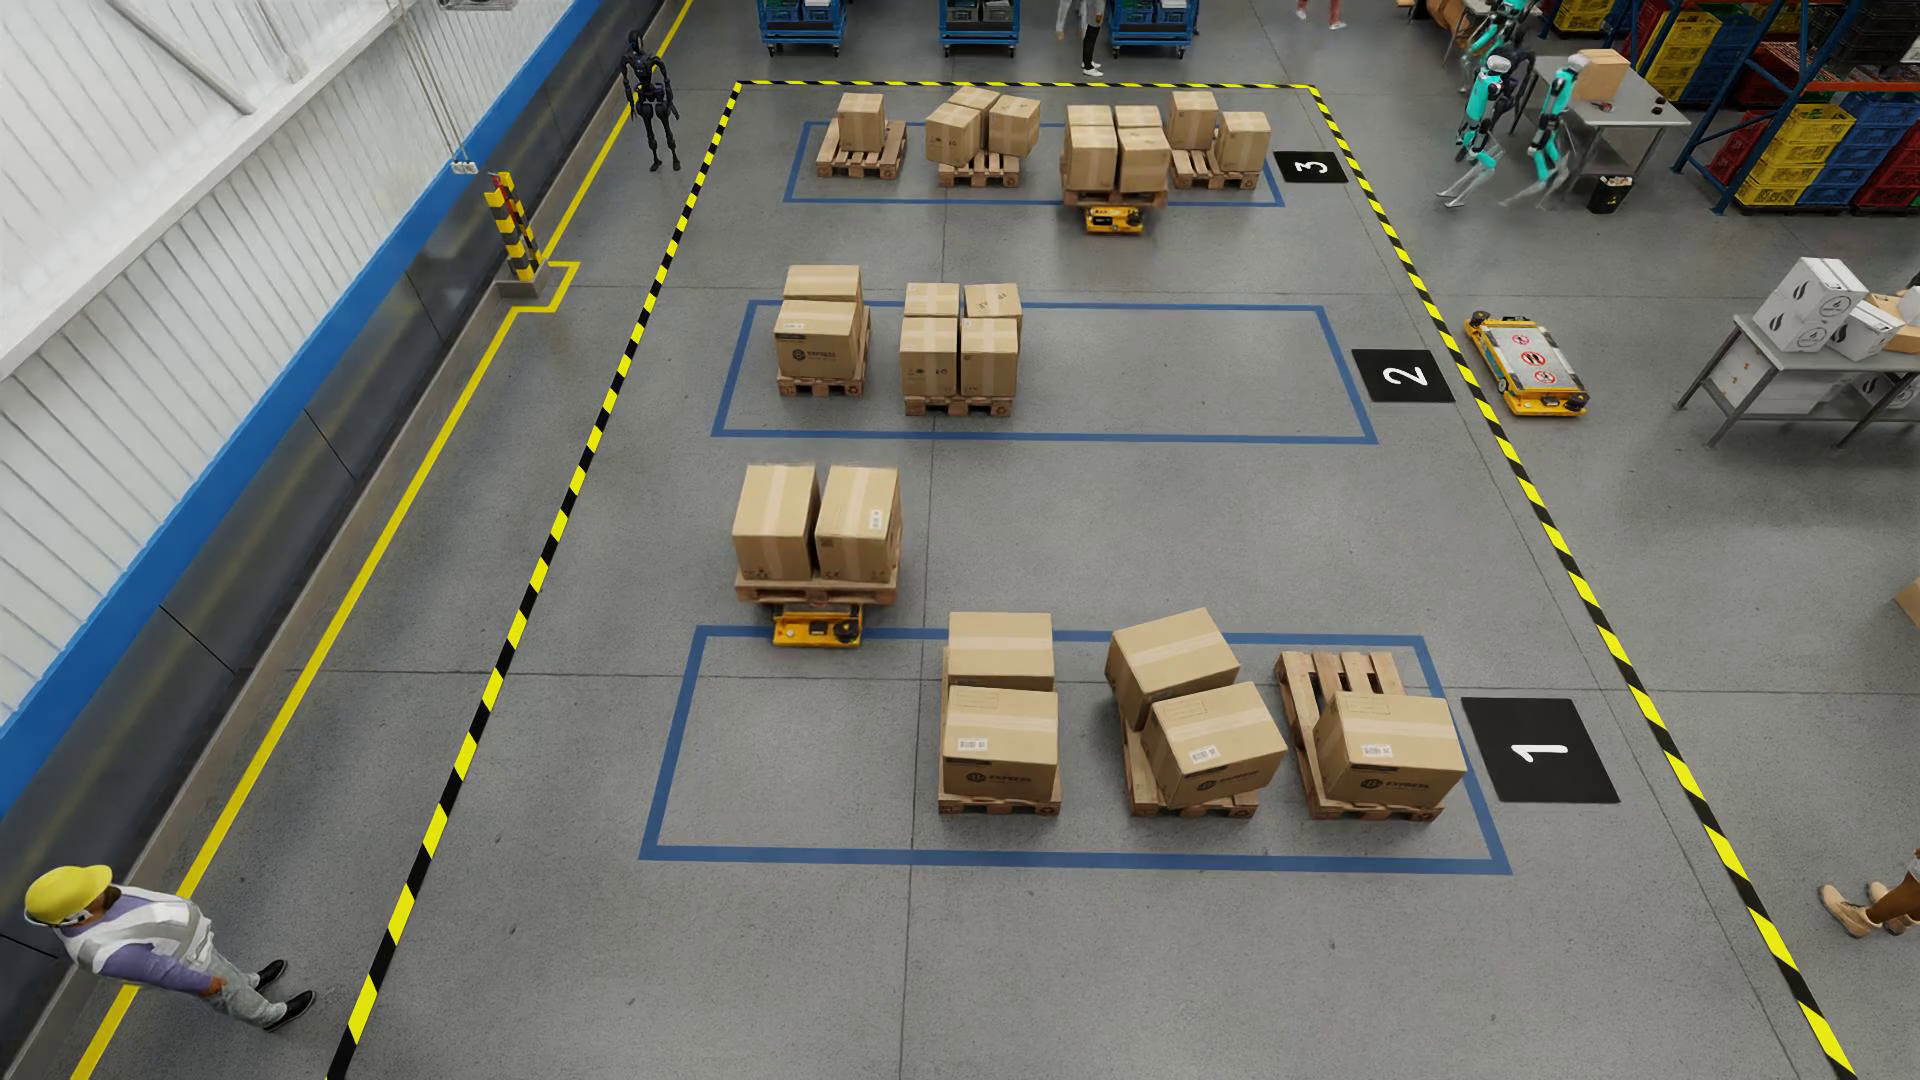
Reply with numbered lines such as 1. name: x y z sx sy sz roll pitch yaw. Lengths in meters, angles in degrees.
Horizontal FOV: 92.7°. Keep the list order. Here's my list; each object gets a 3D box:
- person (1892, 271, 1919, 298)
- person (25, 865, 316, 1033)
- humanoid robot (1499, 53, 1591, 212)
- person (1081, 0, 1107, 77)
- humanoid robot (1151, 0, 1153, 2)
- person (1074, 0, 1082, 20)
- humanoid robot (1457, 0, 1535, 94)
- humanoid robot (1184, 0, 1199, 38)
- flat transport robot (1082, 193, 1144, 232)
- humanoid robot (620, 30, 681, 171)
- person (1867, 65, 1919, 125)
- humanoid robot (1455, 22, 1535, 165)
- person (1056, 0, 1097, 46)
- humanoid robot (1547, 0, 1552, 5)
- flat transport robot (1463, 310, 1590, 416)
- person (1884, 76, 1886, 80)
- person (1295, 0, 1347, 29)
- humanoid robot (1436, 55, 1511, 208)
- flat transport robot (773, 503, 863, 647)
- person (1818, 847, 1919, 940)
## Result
1. person: 10.332 -3.168 9.244 0.331 1.836 0.505 -22 53 -18
2. person: -4.012 2.093 4.687 0.601 1.830 0.404 28 55 22
3. humanoid robot: 6.928 -4.569 10.542 0.790 1.803 0.534 36 58 27
4. person: 1.979 -7.666 13.121 0.375 1.852 0.589 1 49 1
5. humanoid robot: 3.142 -9.102 14.471 0.342 1.650 0.602 -17 51 -14
6. person: 2.029 -9.299 14.538 0.390 1.846 0.566 -3 49 -3
7. humanoid robot: 7.319 -6.969 12.597 0.786 1.784 0.557 -25 54 -20
8. humanoid robot: 3.663 -8.650 14.081 0.365 1.649 0.600 25 54 20
9. flat transport robot: 1.828 -4.218 11.166 0.652 0.197 1.431 1 49 1
10. humanoid robot: -3.769 -5.360 11.231 0.599 1.657 0.315 -1 49 -1
11. person: 11.945 -5.804 11.392 0.604 2.033 0.388 0 49 0
12. humanoid robot: 6.667 -5.487 11.353 0.598 1.655 0.366 22 53 18
13. person: 1.779 -8.442 13.844 0.631 1.791 0.883 -21 52 -17
14. humanoid robot: 9.820 -9.654 14.964 0.632 1.634 0.613 0 49 0
15. flat transport robot: 5.573 -1.757 9.054 0.659 0.231 1.431 1 49 1
16. person: 13.768 -7.302 12.751 0.371 1.933 0.547 4 49 3
17. person: 5.824 -9.055 14.312 0.613 1.858 1.071 -19 52 -16
18. humanoid robot: 6.042 -4.652 10.499 0.735 1.677 0.533 0 49 0
19. flat transport robot: -1.073 0.213 7.331 0.652 0.197 1.431 1 49 1
20. person: 5.571 1.636 4.945 0.612 2.041 0.391 -1 49 -1
